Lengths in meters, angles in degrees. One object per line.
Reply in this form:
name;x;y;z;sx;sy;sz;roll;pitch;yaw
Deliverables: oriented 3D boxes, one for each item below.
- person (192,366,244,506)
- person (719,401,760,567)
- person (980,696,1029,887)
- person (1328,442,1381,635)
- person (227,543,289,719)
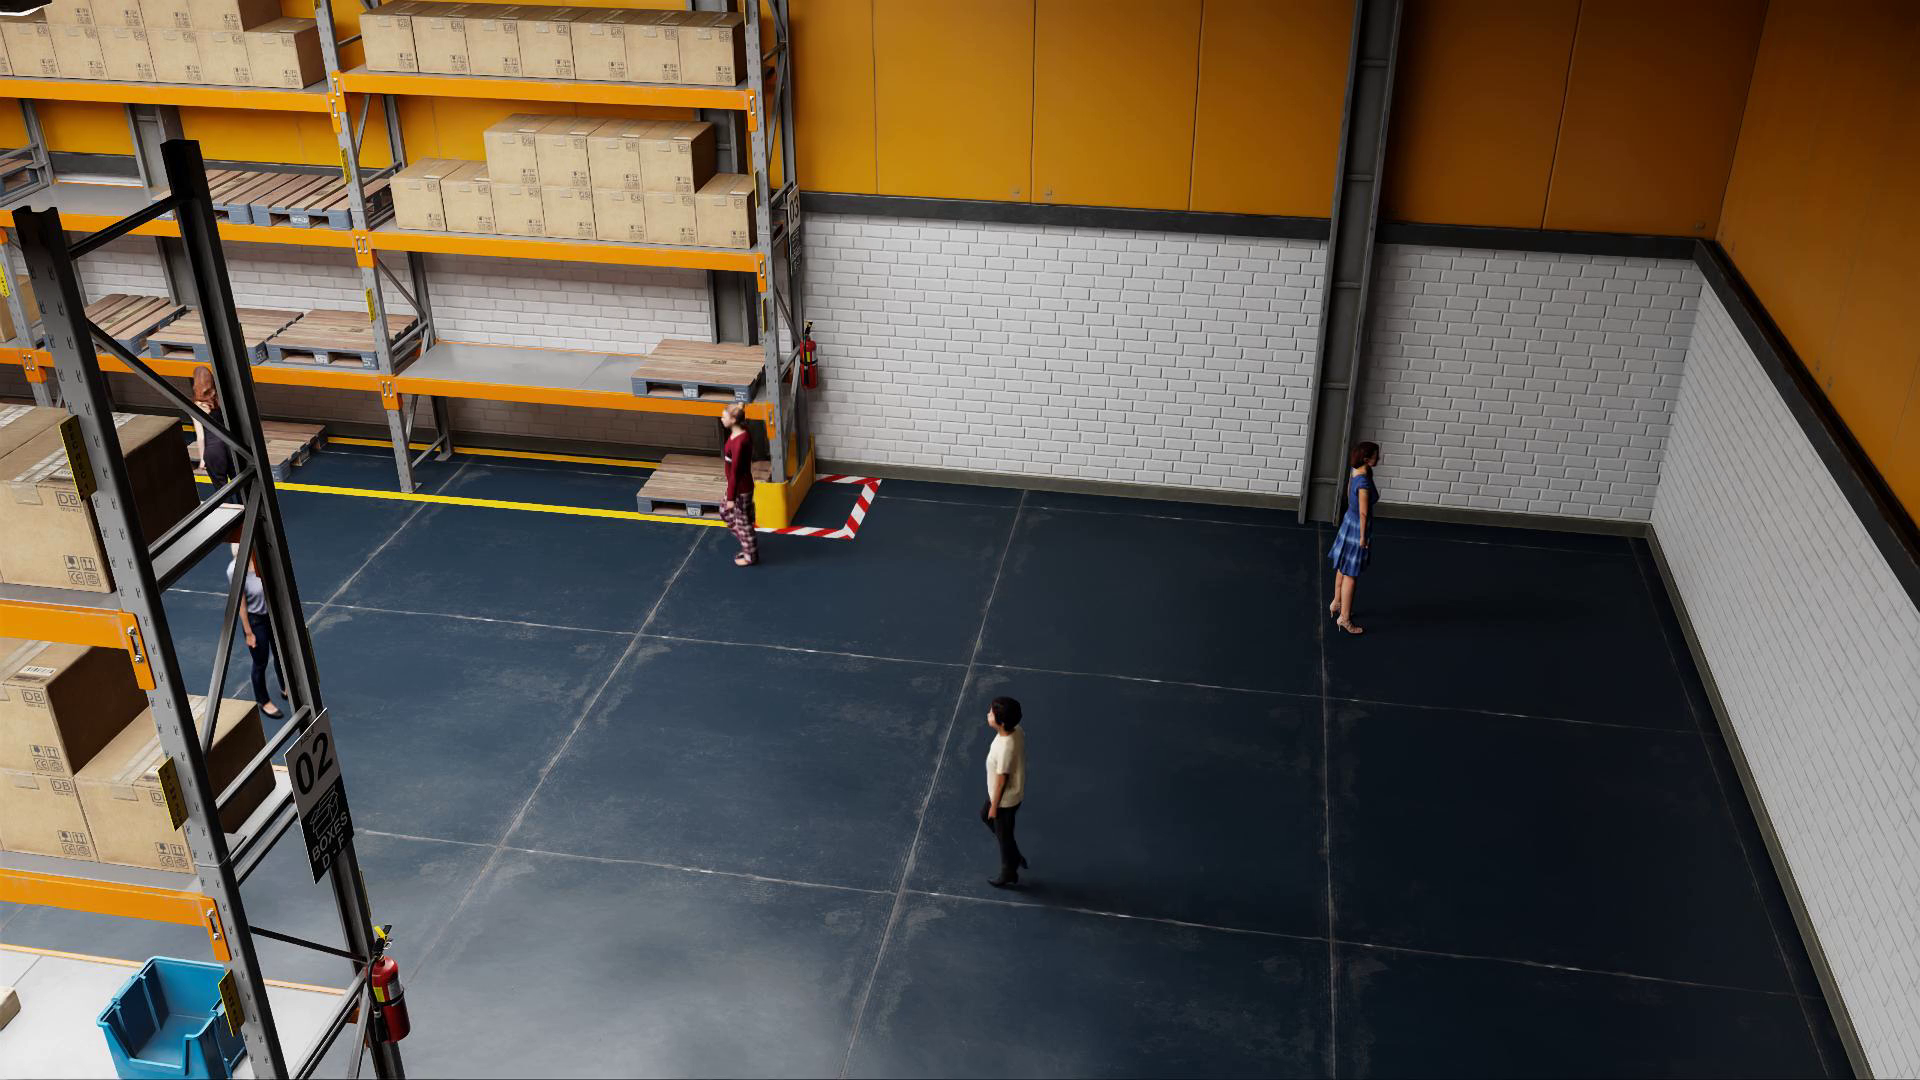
person;-7.157;-0.873;16.109;0.646;1.748;0.647;17;33;28
person;-1.976;-0.515;15.509;0.689;1.694;0.721;-3;29;-6
person;0.378;1.759;11.463;0.574;1.578;0.606;4;29;7
person;3.467;-0.041;14.523;0.630;1.806;0.708;-1;29;-1
person;-5.626;0.623;13.394;0.592;1.722;0.607;13;31;22
